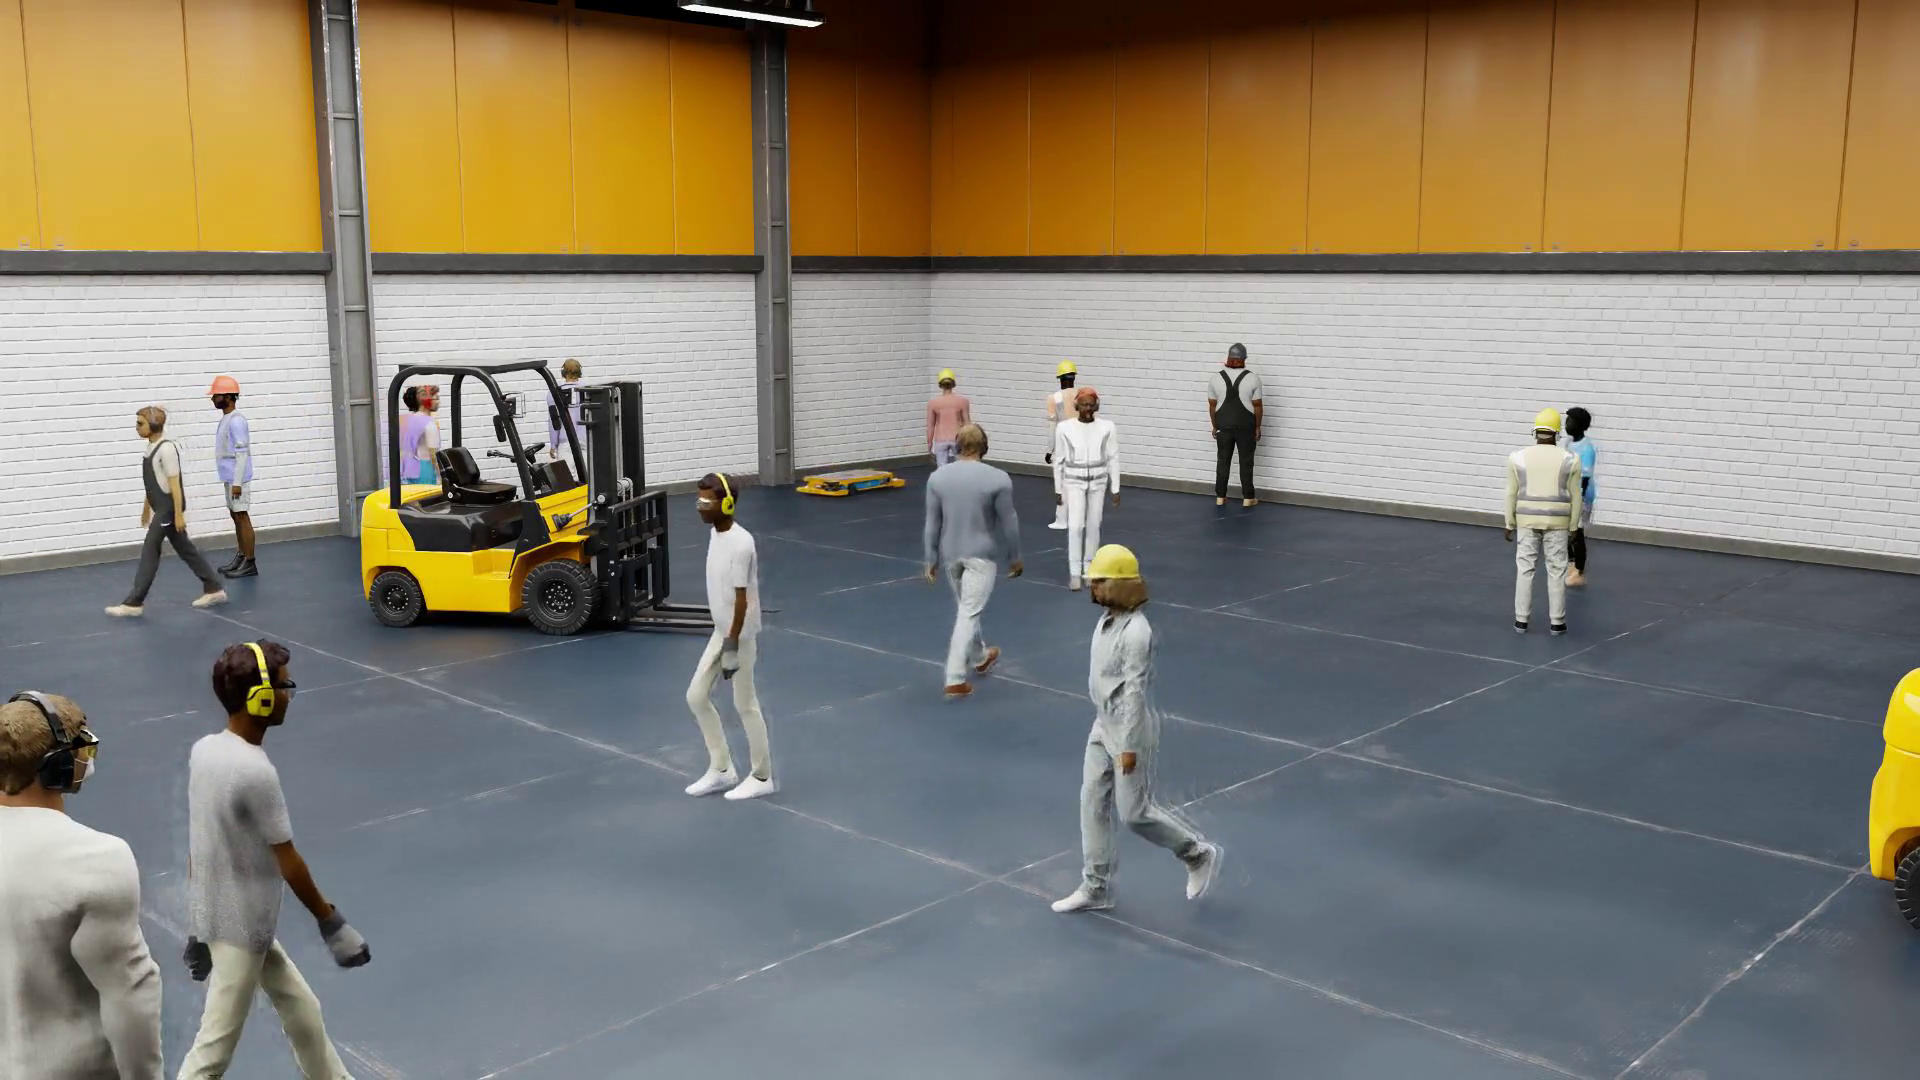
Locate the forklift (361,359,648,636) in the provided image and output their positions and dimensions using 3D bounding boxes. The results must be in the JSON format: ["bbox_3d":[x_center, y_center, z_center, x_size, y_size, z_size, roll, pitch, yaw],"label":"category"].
[{"bbox_3d":[-3.850,-0.407,13.936,2.313,2.155,1.214,2,9,11],"label":"forklift"}]

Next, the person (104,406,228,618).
[{"bbox_3d":[-6.829,-0.261,14.276,0.982,1.800,0.528,-7,11,-35],"label":"person"}]

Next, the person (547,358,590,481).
[{"bbox_3d":[-4.401,-1.105,18.998,0.632,1.940,0.372,-6,11,-33],"label":"person"}]

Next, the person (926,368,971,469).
[{"bbox_3d":[-0.127,-1.190,20.073,0.568,1.757,0.415,1,9,8],"label":"person"}]

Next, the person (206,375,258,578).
[{"bbox_3d":[-6.971,-0.605,15.931,0.361,1.939,0.543,-6,11,-32],"label":"person"}]

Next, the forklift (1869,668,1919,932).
[{"bbox_3d":[5.205,0.723,7.013,2.313,2.155,1.214,9,13,43],"label":"forklift"}]

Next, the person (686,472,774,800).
[{"bbox_3d":[-1.308,0.545,9.168,0.629,1.844,0.560,-5,11,-29],"label":"person"}]

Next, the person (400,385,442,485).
[{"bbox_3d":[-5.151,-0.607,16.304,0.717,1.817,0.597,-7,11,-35],"label":"person"}]

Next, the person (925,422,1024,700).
[{"bbox_3d":[0.104,0.124,11.644,0.640,1.885,1.025,5,11,30],"label":"person"}]

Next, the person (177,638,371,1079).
[{"bbox_3d":[-2.186,1.211,5.224,1.012,1.803,0.488,-7,12,-37],"label":"person"}]

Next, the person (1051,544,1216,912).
[{"bbox_3d":[0.802,0.863,7.578,0.688,1.724,0.488,-3,10,-18],"label":"person"}]

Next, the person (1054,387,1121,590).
[{"bbox_3d":[1.183,-0.463,15.298,0.601,1.860,0.745,-1,9,-4],"label":"person"}]

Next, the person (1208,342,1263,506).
[{"bbox_3d":[3.460,-1.446,20.780,0.684,2.000,0.538,4,10,23],"label":"person"}]

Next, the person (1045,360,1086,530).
[{"bbox_3d":[1.223,-1.067,18.825,0.585,1.921,0.373,-5,10,-27],"label":"person"}]

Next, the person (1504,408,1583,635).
[{"bbox_3d":[4.710,-0.147,13.445,0.589,1.835,0.404,4,10,24],"label":"person"}]

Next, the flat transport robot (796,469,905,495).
[{"bbox_3d":[-1.443,-0.773,22.066,0.652,0.197,1.431,7,12,38],"label":"flat transport robot"}]

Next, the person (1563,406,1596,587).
[{"bbox_3d":[5.671,-0.394,15.390,0.369,1.683,0.559,0,9,-2],"label":"person"}]

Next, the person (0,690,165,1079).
[{"bbox_3d":[-2.229,1.320,4.131,0.636,1.939,0.364,3,10,18],"label":"person"}]

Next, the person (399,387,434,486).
[{"bbox_3d":[-5.876,-0.810,17.965,0.530,1.689,0.321,3,10,16],"label":"person"}]
